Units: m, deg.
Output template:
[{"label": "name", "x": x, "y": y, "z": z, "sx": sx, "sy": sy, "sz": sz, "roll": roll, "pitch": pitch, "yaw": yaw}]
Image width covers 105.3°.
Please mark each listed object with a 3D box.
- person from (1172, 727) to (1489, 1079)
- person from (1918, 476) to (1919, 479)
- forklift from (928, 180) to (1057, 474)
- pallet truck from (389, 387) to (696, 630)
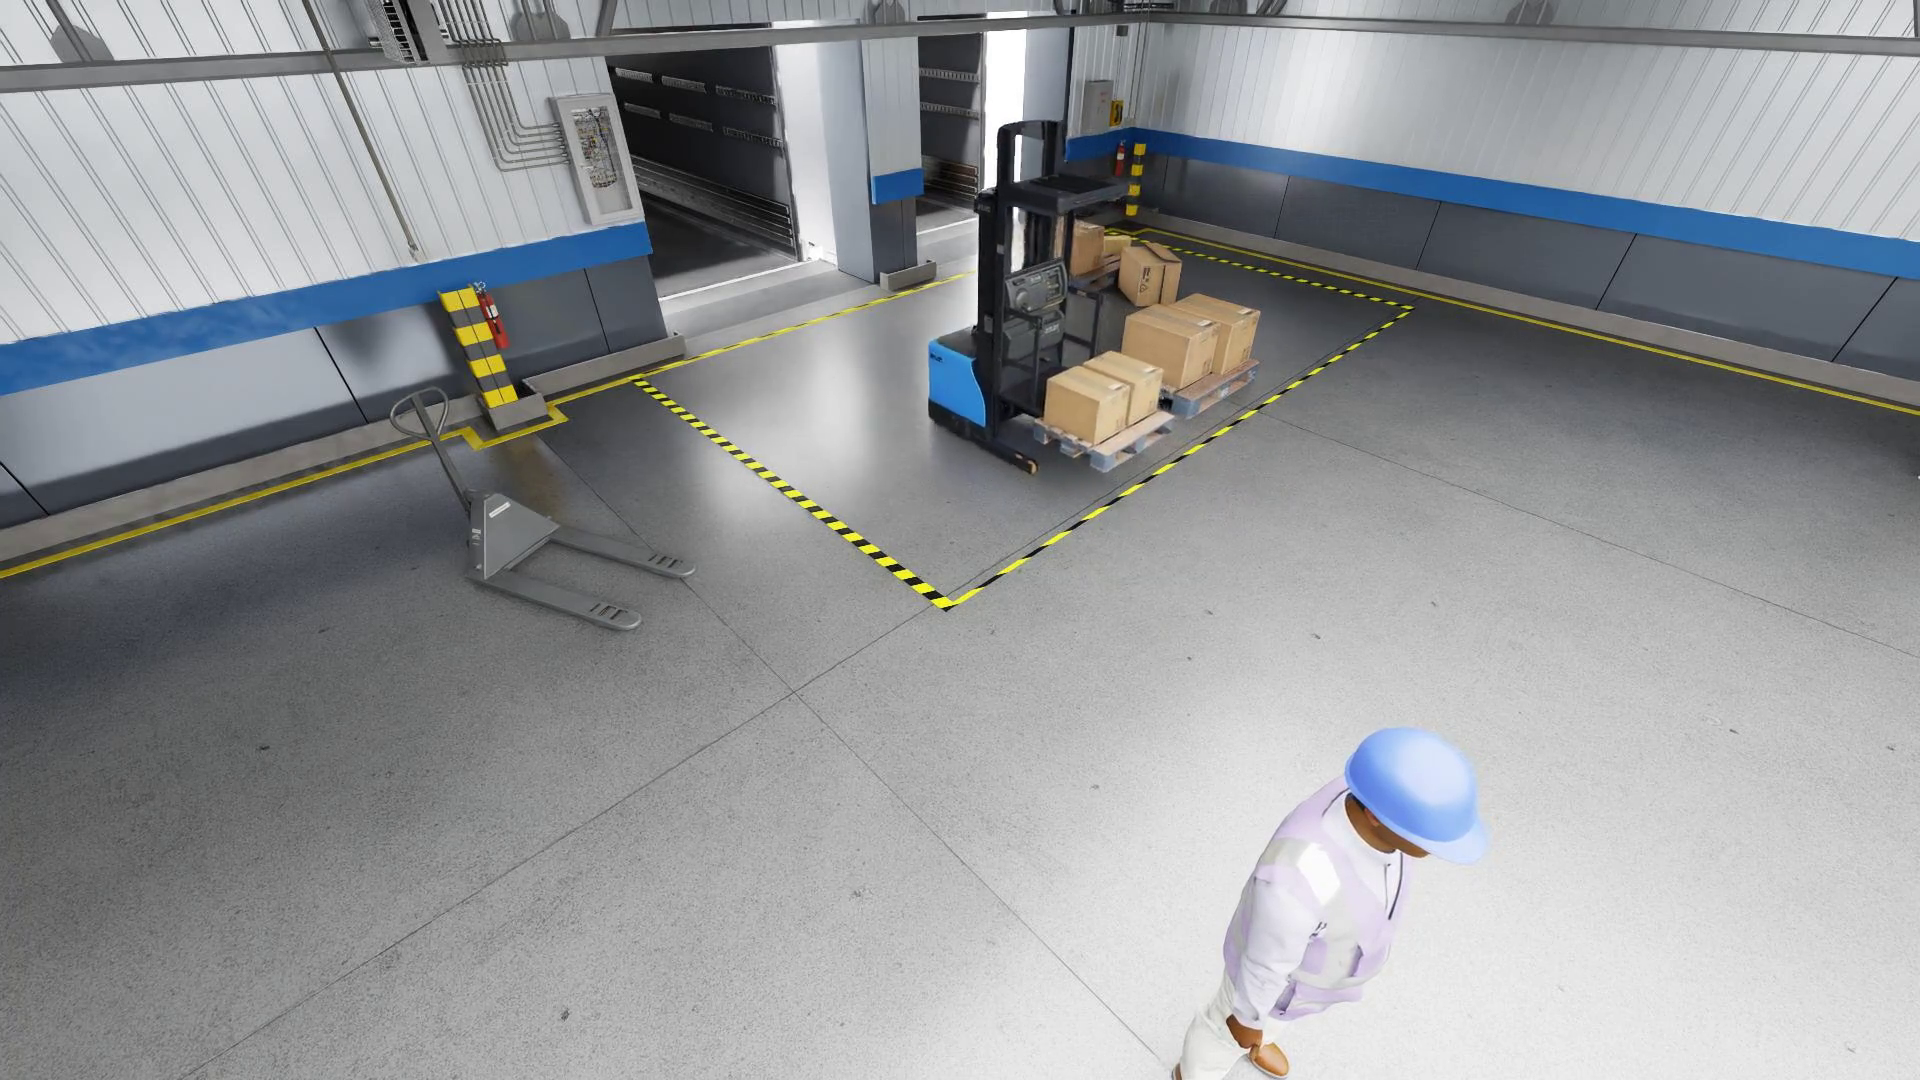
[{"label": "person", "x": 0.980, "y": 1.199, "z": 2.143, "sx": 0.601, "sy": 1.948, "sz": 0.384, "roll": -28, "pitch": 46, "yaw": -31}, {"label": "person", "x": 7.869, "y": -1.113, "z": 5.300, "sx": 0.486, "sy": 1.743, "sz": 0.295, "roll": -1, "pitch": 38, "yaw": -1}, {"label": "forklift", "x": 0.263, "y": -1.840, "z": 6.000, "sx": 0.716, "sy": 2.013, "sz": 0.776, "roll": -30, "pitch": 47, "yaw": -33}, {"label": "pallet truck", "x": -2.613, "y": -0.247, "z": 4.593, "sx": 1.601, "sy": 1.201, "sz": 0.680, "roll": 14, "pitch": 40, "yaw": 17}]
